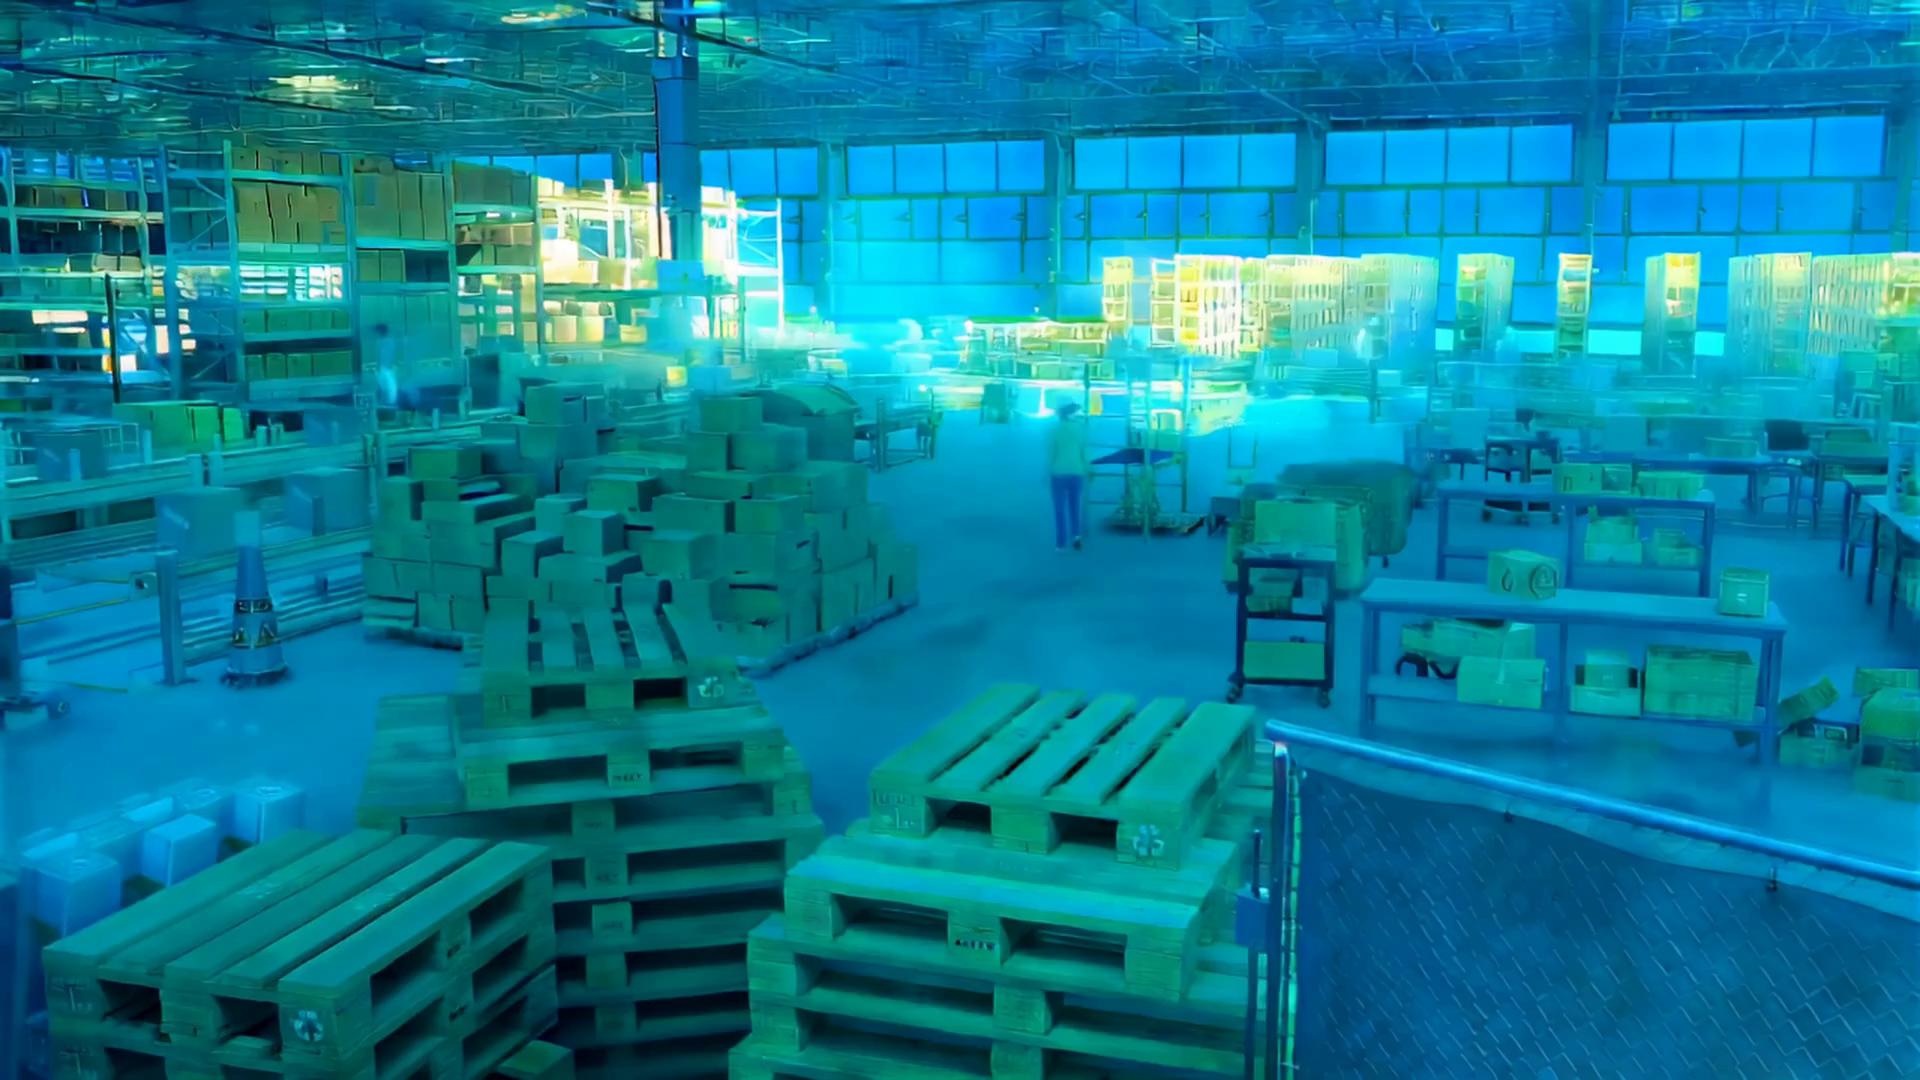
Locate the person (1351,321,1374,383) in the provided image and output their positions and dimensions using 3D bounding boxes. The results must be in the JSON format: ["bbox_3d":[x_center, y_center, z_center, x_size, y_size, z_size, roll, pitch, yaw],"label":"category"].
[{"bbox_3d":[10.462,-4.708,42.870,0.980,1.860,0.659,5,10,28],"label":"person"}]

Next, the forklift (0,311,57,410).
[{"bbox_3d":[-21.160,-4.242,36.725,1.873,2.768,1.129,-4,10,-25],"label":"forklift"}]

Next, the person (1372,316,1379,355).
[{"bbox_3d":[13.119,-6.331,52.658,0.415,1.985,0.611,3,10,20],"label":"person"}]

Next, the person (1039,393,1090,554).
[{"bbox_3d":[1.134,-0.717,18.076,0.554,1.753,0.353,-3,9,-17],"label":"person"}]

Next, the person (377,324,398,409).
[{"bbox_3d":[-13.062,-3.958,37.889,0.354,1.937,0.635,-9,13,-44],"label":"person"}]

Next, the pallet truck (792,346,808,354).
[{"bbox_3d":[-3.705,-4.298,42.022,0.653,1.274,1.630,3,10,20],"label":"pallet truck"}]

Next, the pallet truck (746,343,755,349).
[{"bbox_3d":[-6.183,-4.618,44.264,1.601,1.201,0.680,-9,12,-43],"label":"pallet truck"}]

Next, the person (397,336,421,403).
[{"bbox_3d":[-13.181,-4.047,39.520,0.521,1.595,0.814,9,13,44],"label":"person"}]

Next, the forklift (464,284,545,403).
[{"bbox_3d":[-10.832,-4.702,39.610,1.129,2.768,1.873,3,10,20],"label":"forklift"}]

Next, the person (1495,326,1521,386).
[{"bbox_3d":[12.967,-4.144,39.386,0.587,1.835,0.404,0,9,1],"label":"person"}]
